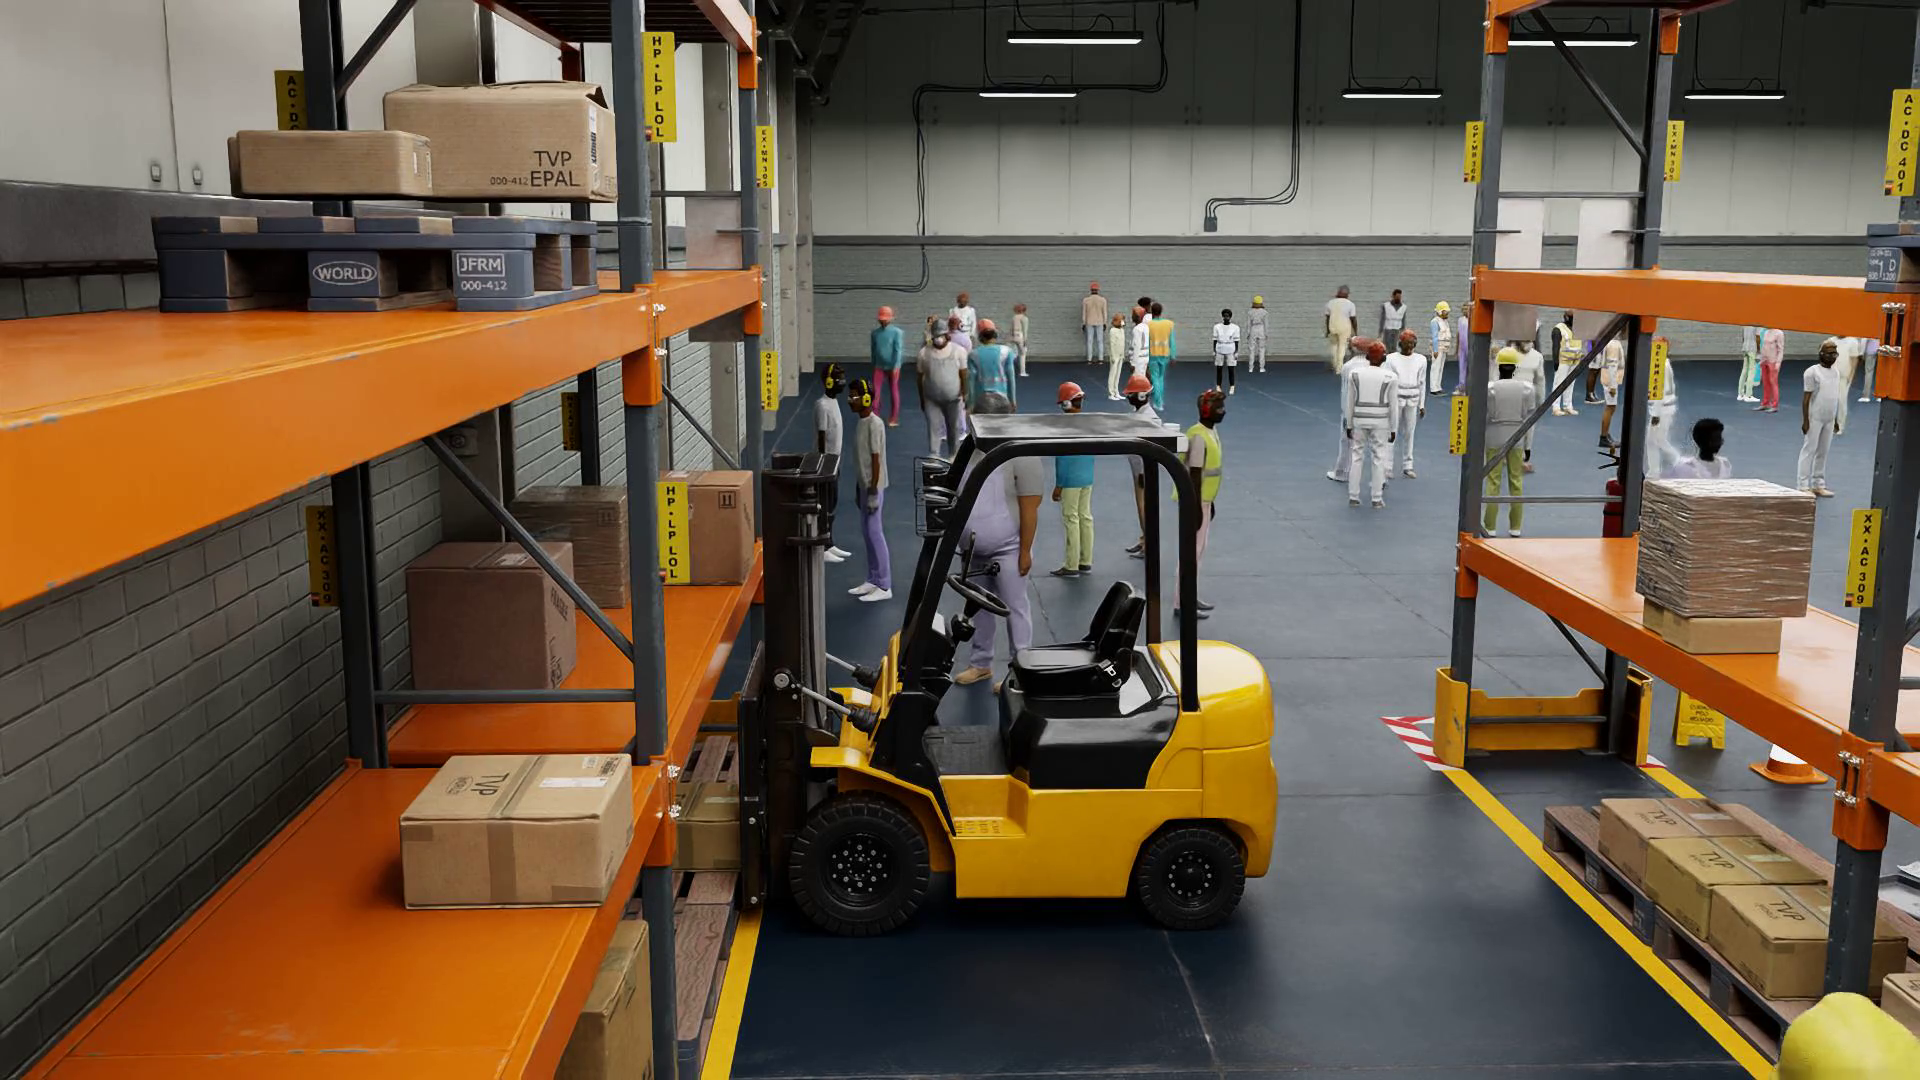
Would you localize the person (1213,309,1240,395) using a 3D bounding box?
[{"bbox_3d":[5.192,-3.669,32.487,0.530,1.689,0.322,4,11,22],"label":"person"}]

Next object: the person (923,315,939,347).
[{"bbox_3d":[-0.462,-3.348,30.861,0.519,1.633,0.311,8,13,36],"label":"person"}]

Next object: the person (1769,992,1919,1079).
[{"bbox_3d":[1.384,1.615,2.698,0.594,1.818,0.414,-1,10,-7],"label":"person"}]

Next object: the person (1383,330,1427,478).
[{"bbox_3d":[5.609,-1.713,21.044,0.576,1.883,0.355,-1,10,-5],"label":"person"}]

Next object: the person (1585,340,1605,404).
[{"bbox_3d":[11.834,-3.516,30.851,0.364,1.964,0.612,7,12,33],"label":"person"}]

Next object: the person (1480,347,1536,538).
[{"bbox_3d":[5.501,-0.981,16.839,0.585,1.928,0.378,1,10,3],"label":"person"}]

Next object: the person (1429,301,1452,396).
[{"bbox_3d":[9.334,-3.711,32.310,0.404,1.833,0.587,7,12,32],"label":"person"}]

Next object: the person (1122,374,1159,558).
[{"bbox_3d":[1.702,-0.701,15.804,0.358,1.742,0.559,0,10,-1],"label":"person"}]

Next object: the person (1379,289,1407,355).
[{"bbox_3d":[9.984,-4.813,38.275,0.619,1.889,0.569,-2,10,-10],"label":"person"}]

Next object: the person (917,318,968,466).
[{"bbox_3d":[-0.228,-1.941,21.874,0.685,2.000,0.943,0,10,1],"label":"person"}]

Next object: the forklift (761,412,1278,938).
[{"bbox_3d":[0.291,0.548,7.580,2.313,2.155,1.214,0,10,-2],"label":"forklift"}]

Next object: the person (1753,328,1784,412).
[{"bbox_3d":[14.229,-3.125,29.260,0.373,1.756,0.550,-2,10,-10],"label":"person"}]

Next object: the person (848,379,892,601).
[{"bbox_3d":[-0.770,-0.419,13.915,0.330,1.861,0.503,-3,11,-18],"label":"person"}]

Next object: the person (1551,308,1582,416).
[{"bbox_3d":[10.494,-3.069,28.713,0.624,1.844,0.429,-5,11,-26],"label":"person"}]

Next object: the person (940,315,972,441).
[{"bbox_3d":[-0.072,-2.441,25.064,0.648,1.899,0.400,7,12,33],"label":"person"}]

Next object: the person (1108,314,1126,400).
[{"bbox_3d":[2.981,-3.464,31.491,0.279,1.634,0.497,6,12,30],"label":"person"}]

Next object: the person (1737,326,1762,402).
[{"bbox_3d":[14.857,-3.523,31.196,0.327,1.863,0.512,-1,10,-8],"label":"person"}]

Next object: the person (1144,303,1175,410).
[{"bbox_3d":[3.483,-3.295,29.815,0.633,1.890,0.830,-3,11,-16],"label":"person"}]

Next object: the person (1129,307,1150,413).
[{"bbox_3d":[3.050,-3.045,28.458,0.355,1.885,0.574,4,11,22],"label":"person"}]

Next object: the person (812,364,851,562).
[{"bbox_3d":[-1.214,-0.721,15.591,0.326,1.861,0.511,2,10,9],"label":"person"}]

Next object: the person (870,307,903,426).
[{"bbox_3d":[-1.235,-2.757,26.713,0.602,1.940,0.956,4,11,20],"label":"person"}]

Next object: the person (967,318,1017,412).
[{"bbox_3d":[0.397,-1.810,21.242,0.657,2.009,0.701,2,10,9],"label":"person"}]

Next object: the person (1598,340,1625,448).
[{"bbox_3d":[9.527,-2.299,24.200,0.391,1.924,0.553,4,11,22],"label":"person"}]

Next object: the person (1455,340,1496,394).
[{"bbox_3d":[10.107,-3.749,32.407,0.984,1.870,0.654,-1,10,-4],"label":"person"}]

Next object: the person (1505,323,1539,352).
[{"bbox_3d":[10.315,-3.392,30.505,0.612,1.867,0.848,2,10,12],"label":"person"}]

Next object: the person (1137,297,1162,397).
[{"bbox_3d":[3.665,-3.708,32.015,0.519,1.925,0.734,9,14,42],"label":"person"}]

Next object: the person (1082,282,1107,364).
[{"bbox_3d":[3.289,-5.290,40.655,0.608,1.996,0.381,1,10,3],"label":"person"}]

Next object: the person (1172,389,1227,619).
[{"bbox_3d":[1.909,-0.293,13.295,0.408,1.831,0.575,3,11,16],"label":"person"}]

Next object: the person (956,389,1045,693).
[{"bbox_3d":[0.210,-0.002,11.070,0.535,2.000,0.685,-10,14,-44],"label":"person"}]

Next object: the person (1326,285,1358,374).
[{"bbox_3d":[8.709,-4.776,37.664,0.713,2.000,0.737,9,14,42],"label":"person"}]

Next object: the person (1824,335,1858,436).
[{"bbox_3d":[13.452,-2.478,25.535,0.514,1.797,0.773,8,13,39],"label":"person"}]

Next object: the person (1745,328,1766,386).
[{"bbox_3d":[16.560,-4.116,34.569,0.353,1.837,0.511,6,12,29],"label":"person"}]

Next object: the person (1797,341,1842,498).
[{"bbox_3d":[10.058,-1.404,19.425,0.520,1.844,0.331,-4,11,-20],"label":"person"}]

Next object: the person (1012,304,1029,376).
[{"bbox_3d":[1.267,-4.430,36.900,0.567,1.621,0.526,-8,13,-36],"label":"person"}]

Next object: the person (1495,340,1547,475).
[{"bbox_3d":[7.280,-1.830,21.760,0.661,1.886,1.063,-3,11,-16],"label":"person"}]

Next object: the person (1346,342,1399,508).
[{"bbox_3d":[4.625,-1.284,18.690,0.578,1.878,0.351,5,11,27],"label":"person"}]

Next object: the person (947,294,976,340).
[{"bbox_3d":[0.031,-4.504,36.707,0.617,1.843,0.547,0,10,-1],"label":"person"}]

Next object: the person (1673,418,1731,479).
[{"bbox_3d":[5.615,-0.116,12.723,0.536,1.671,0.727,-5,11,-24],"label":"person"}]

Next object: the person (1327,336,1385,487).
[{"bbox_3d":[4.923,-1.573,20.391,0.668,1.847,1.049,-4,11,-21],"label":"person"}]

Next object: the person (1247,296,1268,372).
[{"bbox_3d":[6.848,-4.742,38.297,0.493,1.746,0.282,3,10,14],"label":"person"}]

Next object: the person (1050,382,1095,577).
[{"bbox_3d":[1.002,-0.542,14.906,0.338,1.742,0.563,7,13,36],"label":"person"}]

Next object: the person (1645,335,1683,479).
[{"bbox_3d":[8.659,-1.566,20.317,0.658,1.861,0.600,4,11,19],"label":"person"}]
